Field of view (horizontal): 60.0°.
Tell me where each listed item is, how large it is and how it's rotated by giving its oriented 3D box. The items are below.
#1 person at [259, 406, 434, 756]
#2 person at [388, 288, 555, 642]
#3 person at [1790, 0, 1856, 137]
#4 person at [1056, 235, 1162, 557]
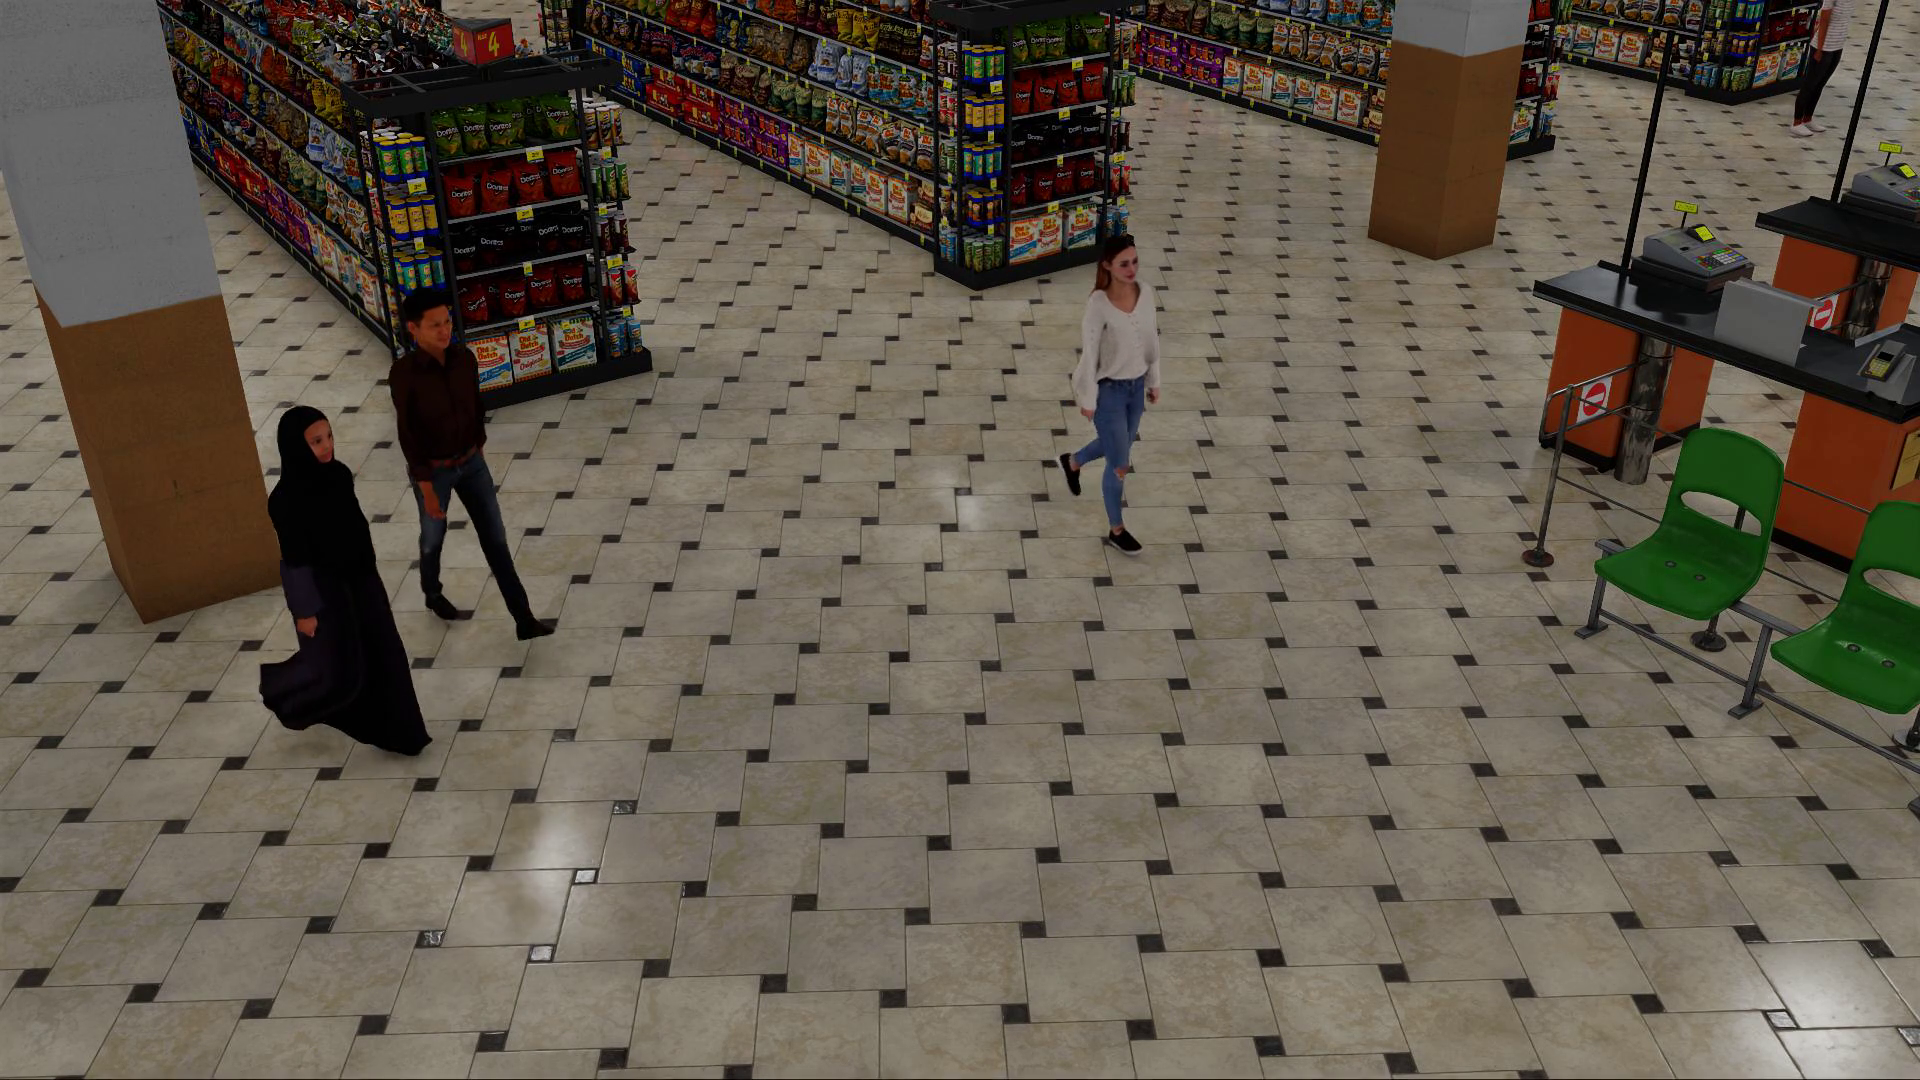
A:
[{"bbox_3d":[-2.679,0.179,6.945,1.103,1.594,0.929,12,31,21],"label":"person"},{"bbox_3d":[-2.447,-0.329,7.738,1.180,1.726,0.831,24,36,36],"label":"person"},{"bbox_3d":[8.251,-4.707,15.840,0.572,1.646,0.529,-21,35,-33],"label":"person"},{"bbox_3d":[0.762,-0.784,8.624,0.639,1.676,0.992,-20,34,-32],"label":"person"}]
